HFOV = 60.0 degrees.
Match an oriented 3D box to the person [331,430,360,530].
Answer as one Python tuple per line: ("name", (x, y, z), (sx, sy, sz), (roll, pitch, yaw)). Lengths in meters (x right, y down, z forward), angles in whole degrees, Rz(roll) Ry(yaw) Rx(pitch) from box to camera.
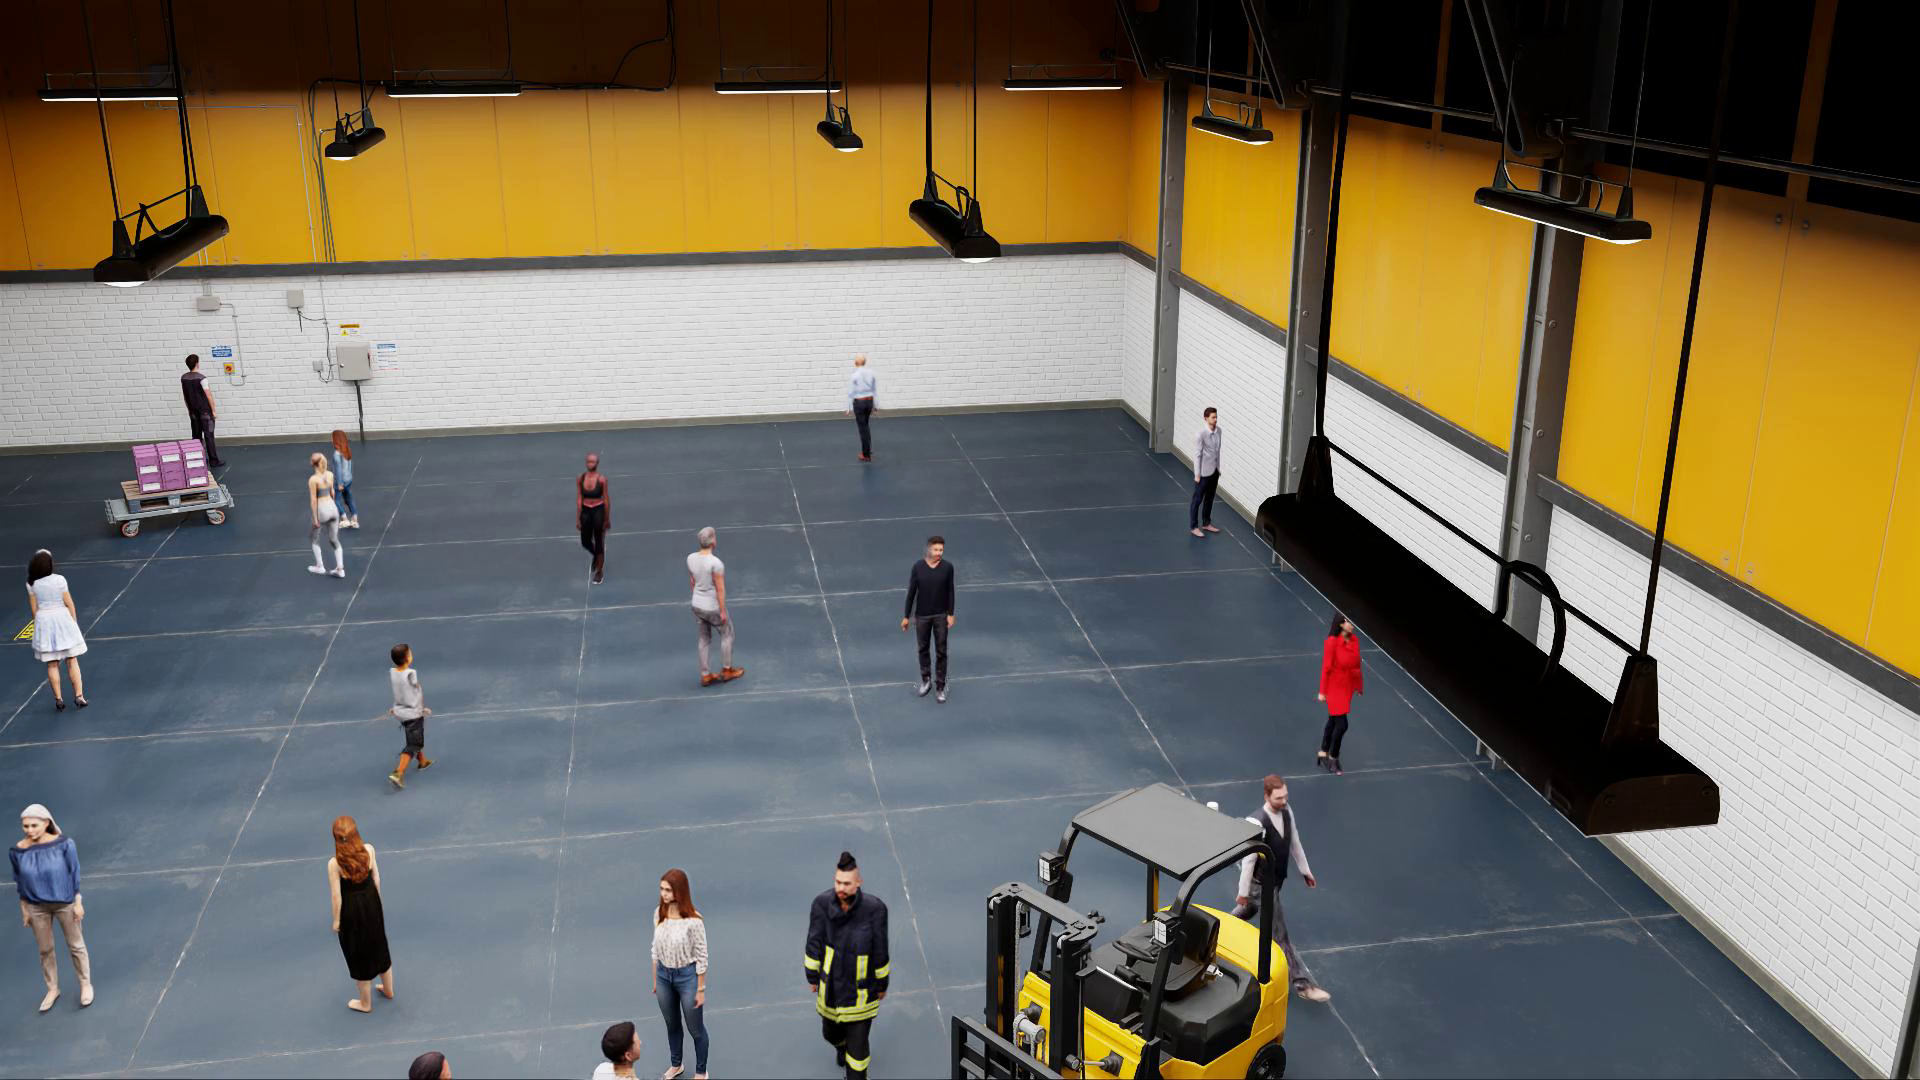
("person", (-8.763, -0.853, 23.812), (0.688, 1.466, 0.549), (0, 19, 1))

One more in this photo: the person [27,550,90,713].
("person", (-9.694, 0.970, 17.842), (0.706, 1.822, 0.729), (-5, 19, -14))

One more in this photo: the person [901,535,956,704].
("person", (-0.306, 0.806, 18.275), (0.839, 1.855, 0.943), (3, 19, 8))

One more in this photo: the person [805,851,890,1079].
("person", (-0.772, 3.018, 11.701), (0.973, 1.859, 1.106), (4, 19, 12))

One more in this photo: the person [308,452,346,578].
("person", (-8.287, -0.310, 21.854), (0.895, 1.686, 0.843), (12, 22, 31))

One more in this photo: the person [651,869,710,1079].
("person", (-1.964, 3.088, 11.699), (0.651, 1.728, 0.677), (9, 21, 25))

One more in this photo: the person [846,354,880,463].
("person", (-1.530, -2.141, 27.148), (0.788, 1.777, 0.794), (-13, 22, -33))

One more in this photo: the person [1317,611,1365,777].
("person", (3.684, 1.473, 16.484), (0.726, 1.734, 0.758), (-13, 23, -34))

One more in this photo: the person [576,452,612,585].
("person", (-4.770, -0.325, 21.799), (0.712, 1.751, 0.823), (1, 19, 4))

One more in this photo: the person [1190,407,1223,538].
("person", (3.510, -0.998, 23.639), (0.761, 1.852, 0.756), (-14, 23, -36))

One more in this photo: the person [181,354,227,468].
("person", (-12.282, -2.090, 26.884), (0.725, 1.849, 0.699), (4, 19, 11))

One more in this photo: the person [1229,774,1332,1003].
("person", (2.265, 2.627, 12.835), (1.367, 1.877, 1.302), (12, 22, 32))

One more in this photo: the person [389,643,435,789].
("person", (-5.451, 1.680, 16.342), (0.853, 1.433, 1.082), (5, 19, 14))

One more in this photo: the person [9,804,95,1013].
("person", (-6.908, 2.778, 12.670), (0.634, 1.697, 0.587), (-5, 19, -15))

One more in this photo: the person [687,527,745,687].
("person", (-2.835, 0.772, 18.439), (0.903, 1.815, 0.963), (13, 22, 33))

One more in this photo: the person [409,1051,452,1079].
("person", (-3.091, 3.757, 9.827), (0.947, 1.655, 1.037), (16, 24, 39))

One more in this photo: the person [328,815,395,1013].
("person", (-4.560, 2.826, 12.637), (0.727, 1.626, 0.671), (14, 23, 35))
